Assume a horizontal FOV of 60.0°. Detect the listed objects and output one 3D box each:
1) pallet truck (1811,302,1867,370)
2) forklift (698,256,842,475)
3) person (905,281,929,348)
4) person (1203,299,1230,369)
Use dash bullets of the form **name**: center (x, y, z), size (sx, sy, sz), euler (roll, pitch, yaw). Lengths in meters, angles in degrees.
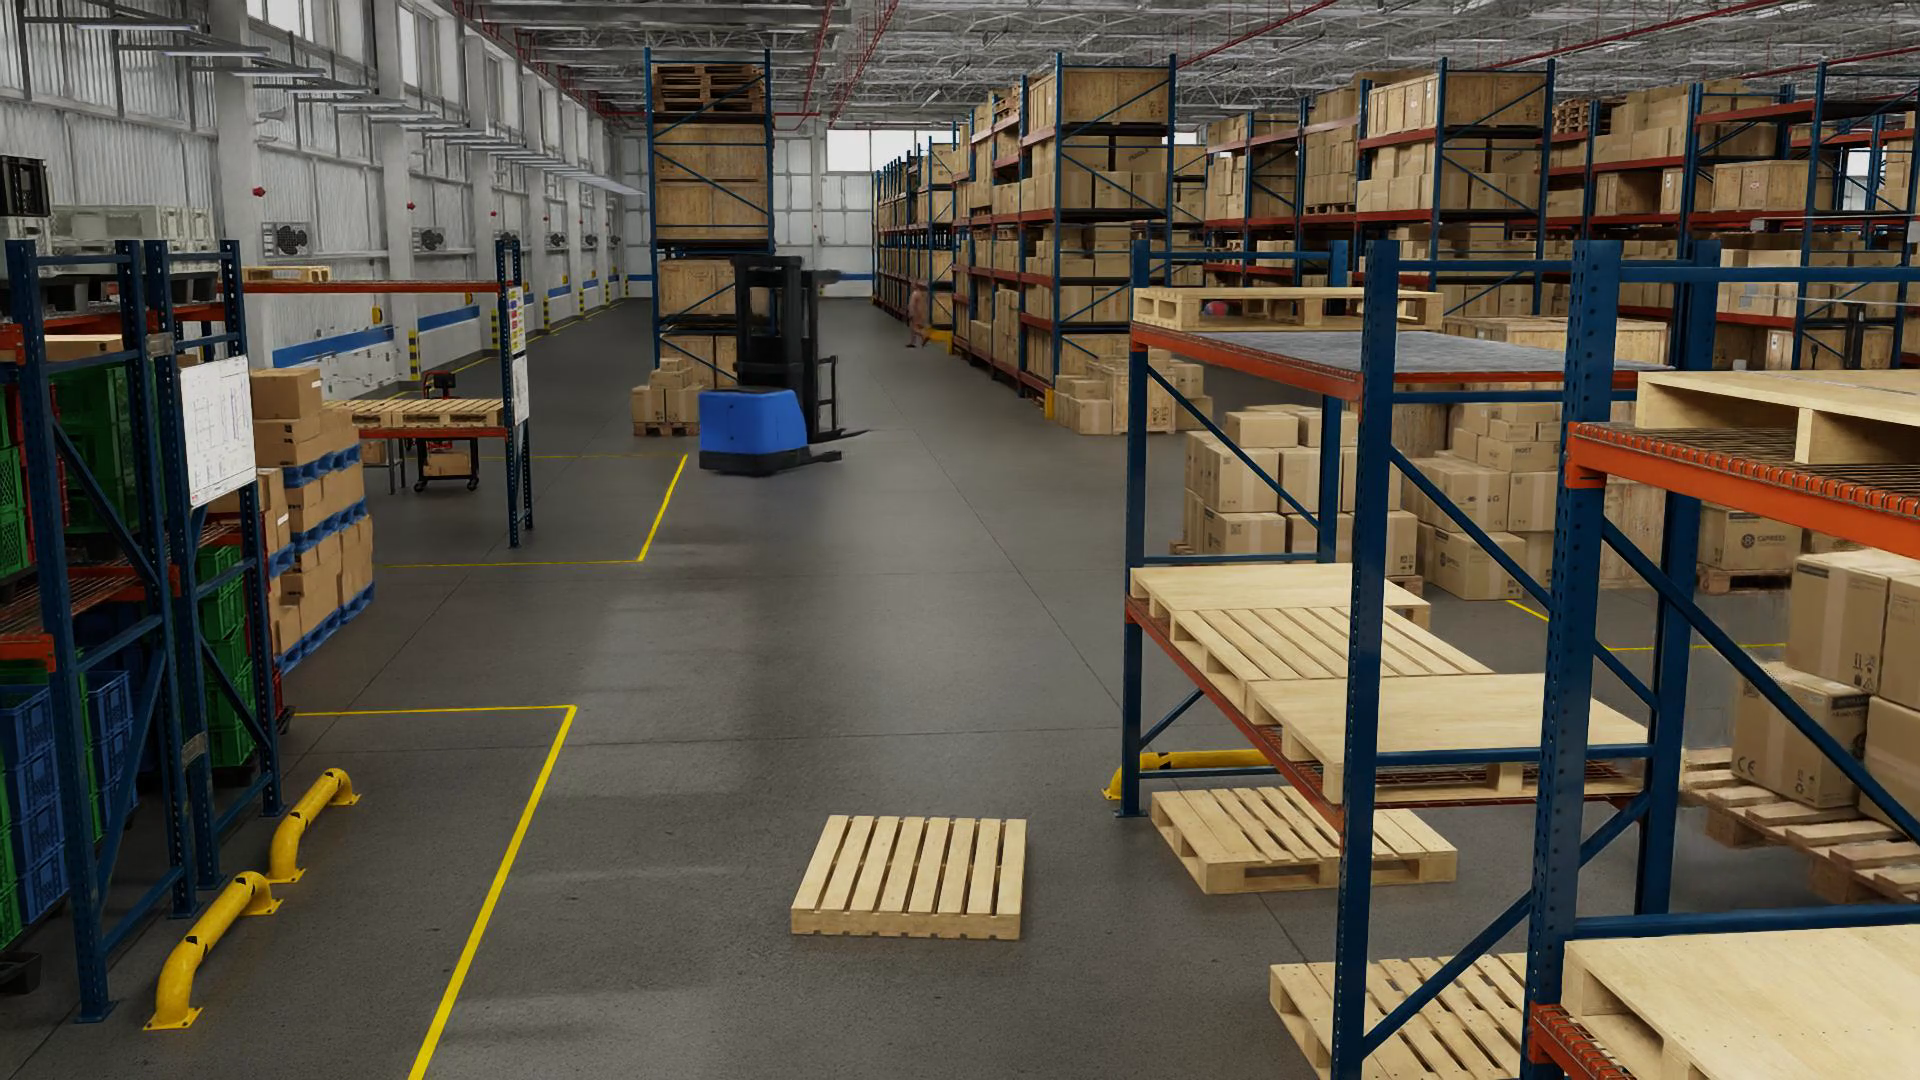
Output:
- **pallet truck**: center (15.846, -3.142, 28.793), size (1.885, 1.965, 0.823), euler (2, 10, 12)
- **forklift**: center (-2.543, -2.352, 21.968), size (1.129, 2.768, 1.873), euler (5, 12, 27)
- **person**: center (-1.231, -6.344, 46.815), size (0.642, 1.891, 0.662), euler (2, 10, 11)
- **person**: center (6.082, -5.000, 39.628), size (0.651, 1.798, 0.929), euler (-1, 10, -5)
